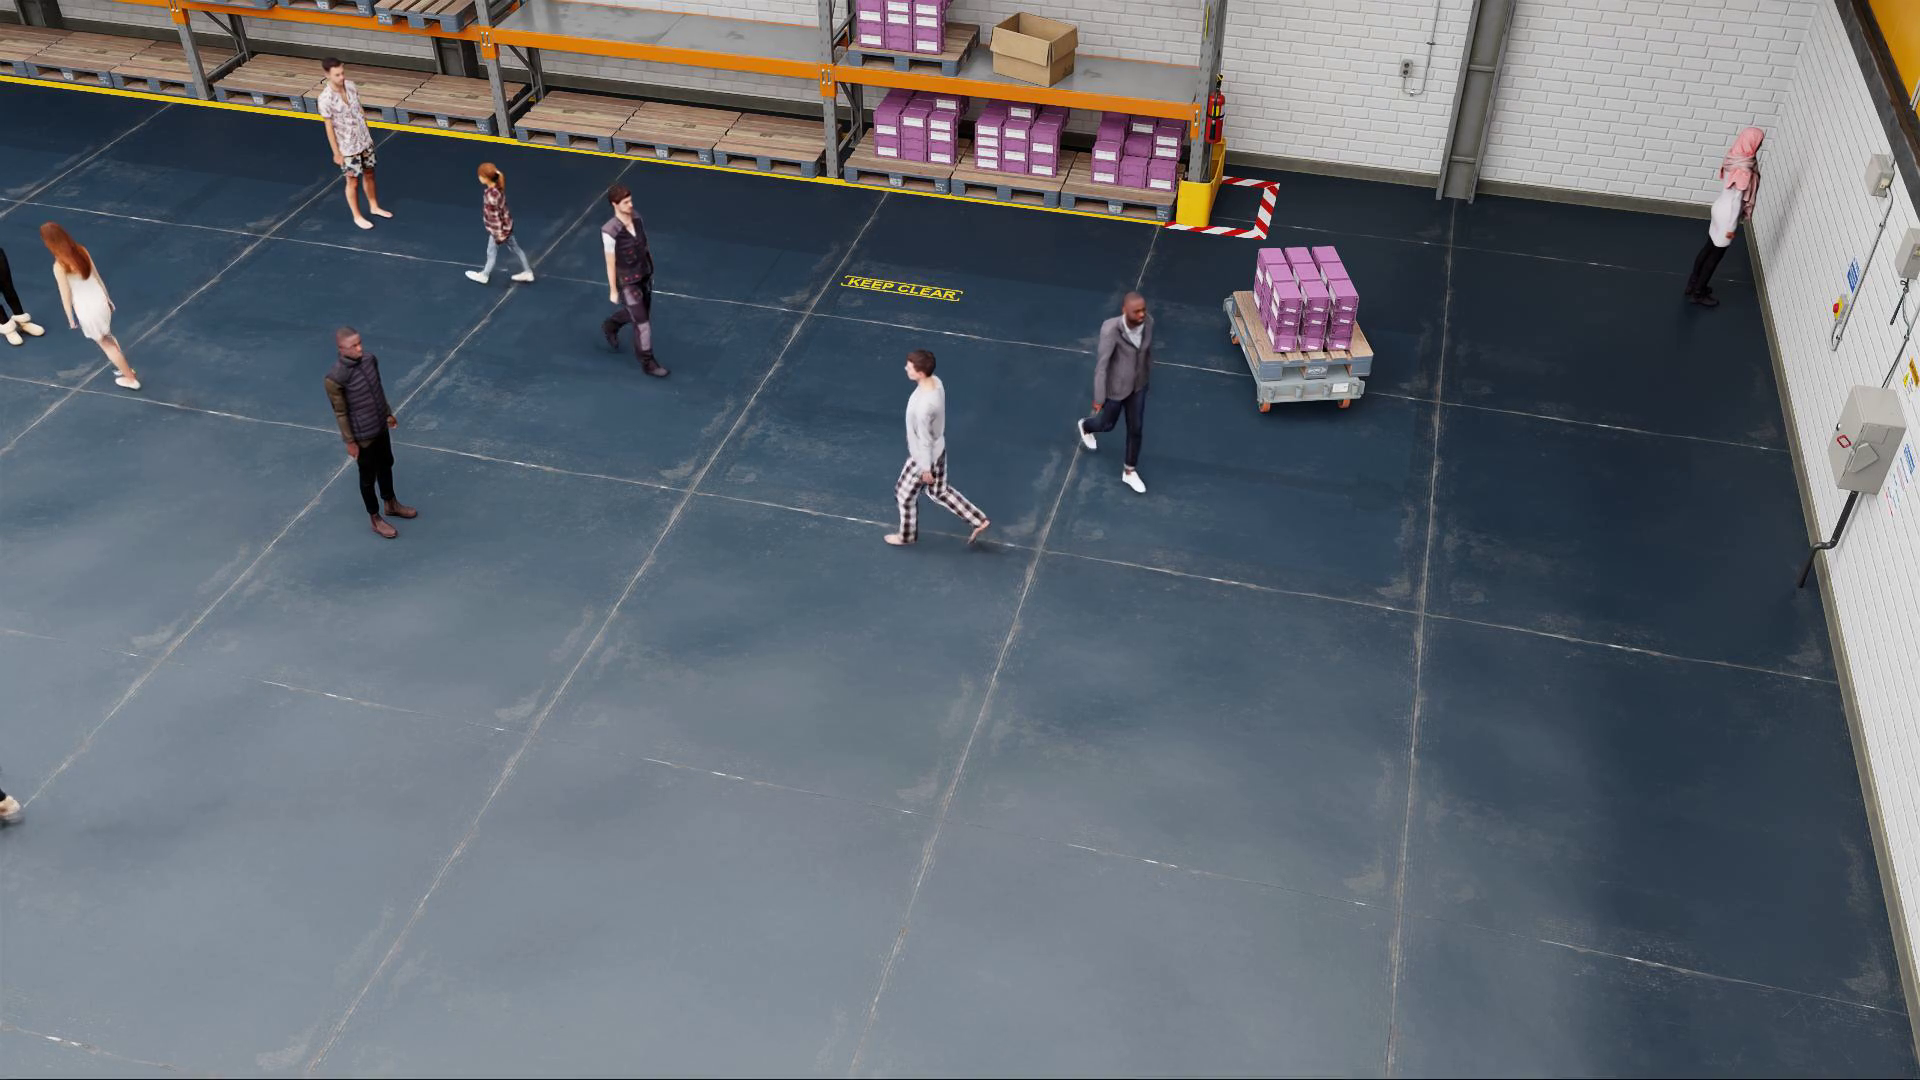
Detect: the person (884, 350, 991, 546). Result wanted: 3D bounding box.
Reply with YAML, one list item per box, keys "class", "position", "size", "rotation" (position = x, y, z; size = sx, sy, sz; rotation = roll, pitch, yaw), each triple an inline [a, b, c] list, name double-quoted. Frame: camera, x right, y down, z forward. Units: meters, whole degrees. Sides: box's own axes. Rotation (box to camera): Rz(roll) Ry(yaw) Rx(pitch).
- class: "person"
  position: [-0.167, -0.669, 12.812]
  size: [1.056, 1.818, 0.637]
  rotation: [8, 39, 10]

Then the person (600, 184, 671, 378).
- class: "person"
  position: [-3.021, -2.349, 14.910]
  size: [1.134, 1.824, 0.826]
  rotation: [19, 42, 22]

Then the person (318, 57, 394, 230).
- class: "person"
  position: [-6.292, -4.115, 17.132]
  size: [0.645, 1.811, 0.715]
  rotation: [17, 42, 20]

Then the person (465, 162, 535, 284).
- class: "person"
  position: [-4.422, -3.066, 16.248]
  size: [0.924, 1.276, 0.685]
  rotation: [0, 39, 0]

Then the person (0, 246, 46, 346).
- class: "person"
  position: [-9.025, -2.619, 15.375]
  size: [0.695, 1.666, 0.636]
  rotation: [17, 42, 20]

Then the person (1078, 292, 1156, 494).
- class: "person"
  position: [1.290, -1.292, 13.620]
  size: [1.196, 1.783, 1.229]
  rotation: [-18, 42, -21]

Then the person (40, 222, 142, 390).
- class: "person"
  position: [-7.552, -2.012, 14.598]
  size: [0.616, 1.687, 0.585]
  rotation: [13, 40, 16]

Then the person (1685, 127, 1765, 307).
- class: "person"
  position: [7.294, -3.084, 15.848]
  size: [0.643, 1.803, 0.667]
  rotation: [2, 39, 3]

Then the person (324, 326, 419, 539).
- class: "person"
  position: [-4.657, -0.875, 13.054]
  size: [0.590, 1.838, 0.712]
  rotation: [13, 40, 16]
